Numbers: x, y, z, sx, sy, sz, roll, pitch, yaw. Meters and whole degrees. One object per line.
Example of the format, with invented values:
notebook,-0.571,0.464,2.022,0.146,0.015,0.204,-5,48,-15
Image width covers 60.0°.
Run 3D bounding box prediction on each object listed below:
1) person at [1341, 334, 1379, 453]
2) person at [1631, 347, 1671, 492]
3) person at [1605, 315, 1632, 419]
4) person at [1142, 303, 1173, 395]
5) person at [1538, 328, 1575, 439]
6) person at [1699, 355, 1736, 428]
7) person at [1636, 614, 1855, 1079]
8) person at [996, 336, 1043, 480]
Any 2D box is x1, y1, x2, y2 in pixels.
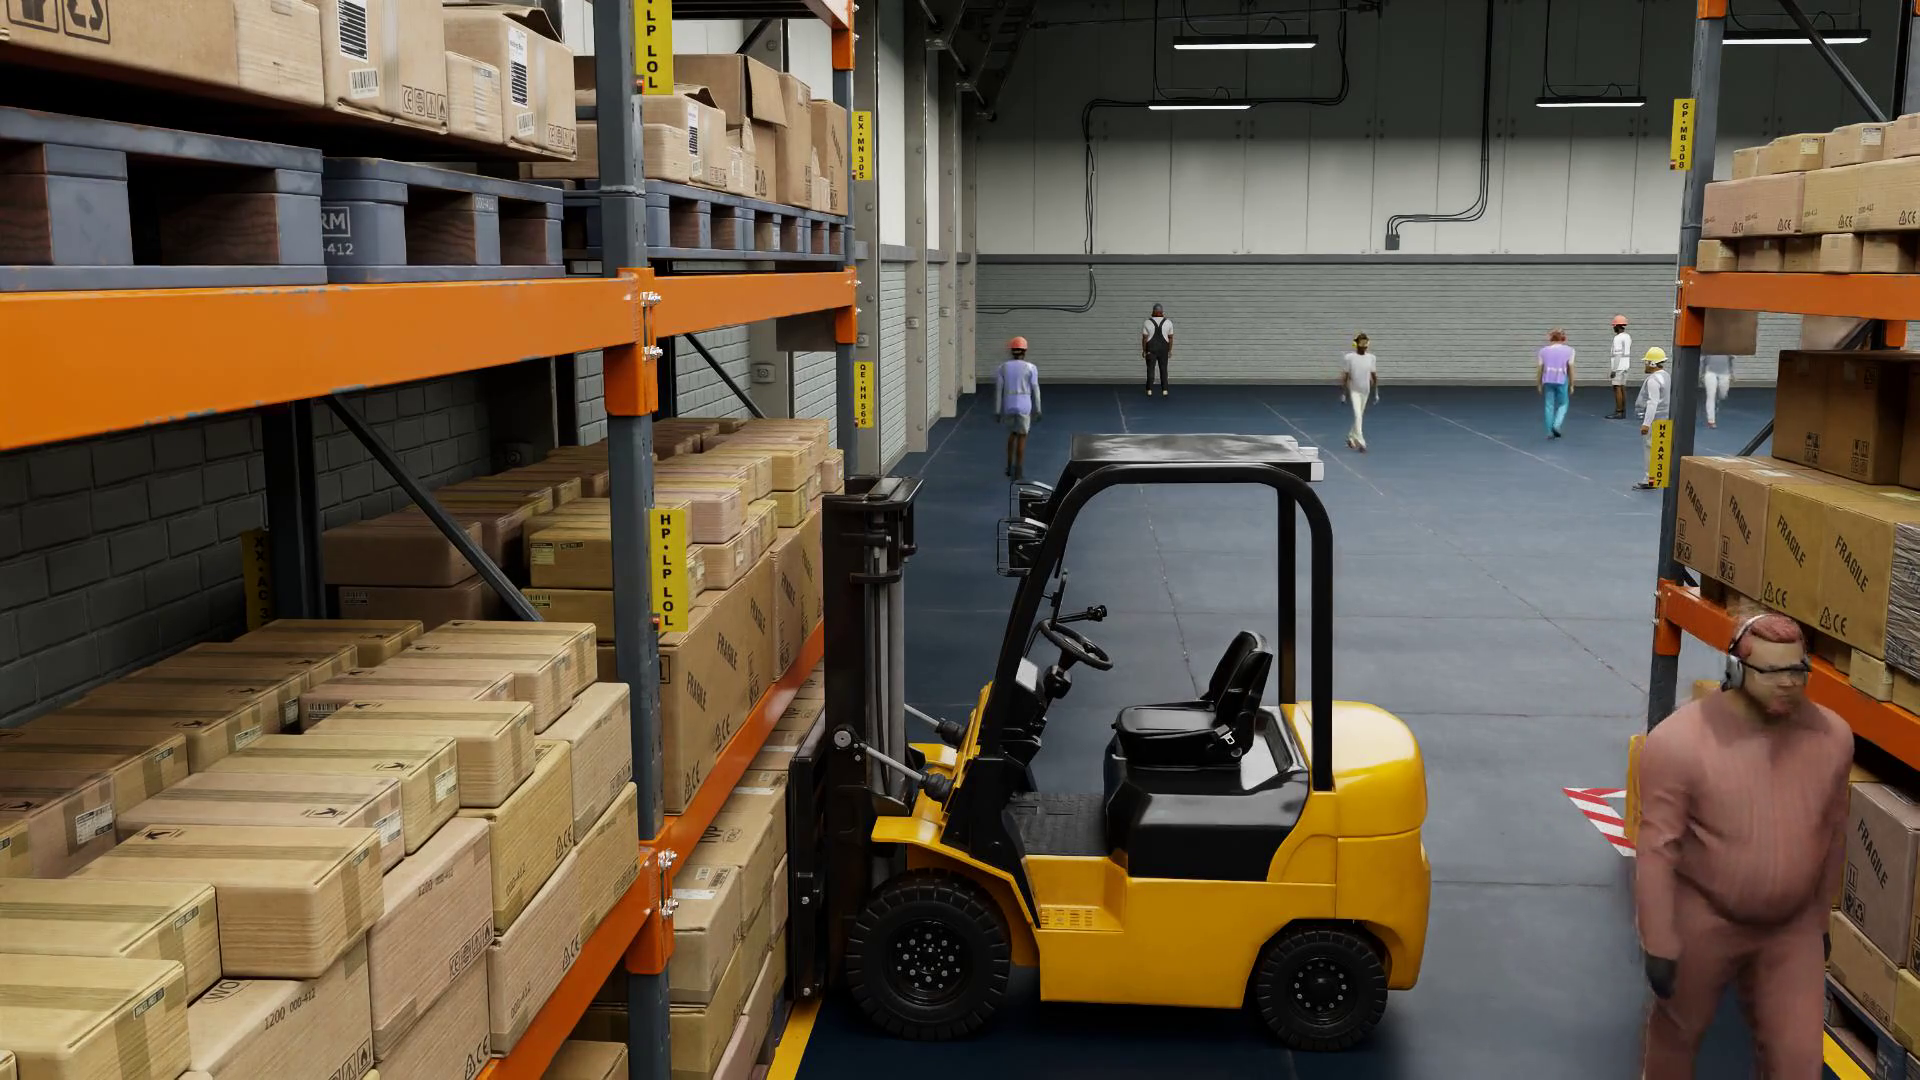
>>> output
person,6.196,-2.288,25.774,0.536,1.830,0.959,-1,9,-9
person,8.796,-1.532,21.154,0.403,1.833,0.586,7,11,35
person,12.300,-3.224,31.094,0.375,1.935,0.550,8,13,42
person,4.374,-4.248,36.986,0.689,2.000,0.538,0,9,0
person,9.832,-2.569,27.430,0.601,1.830,0.453,6,11,32
person,13.400,-2.952,29.500,0.634,1.924,0.701,2,10,10
person,2.303,1.145,4.831,0.669,1.862,0.931,0,9,-1
person,0.791,-1.764,22.303,0.558,1.911,0.585,5,10,27
